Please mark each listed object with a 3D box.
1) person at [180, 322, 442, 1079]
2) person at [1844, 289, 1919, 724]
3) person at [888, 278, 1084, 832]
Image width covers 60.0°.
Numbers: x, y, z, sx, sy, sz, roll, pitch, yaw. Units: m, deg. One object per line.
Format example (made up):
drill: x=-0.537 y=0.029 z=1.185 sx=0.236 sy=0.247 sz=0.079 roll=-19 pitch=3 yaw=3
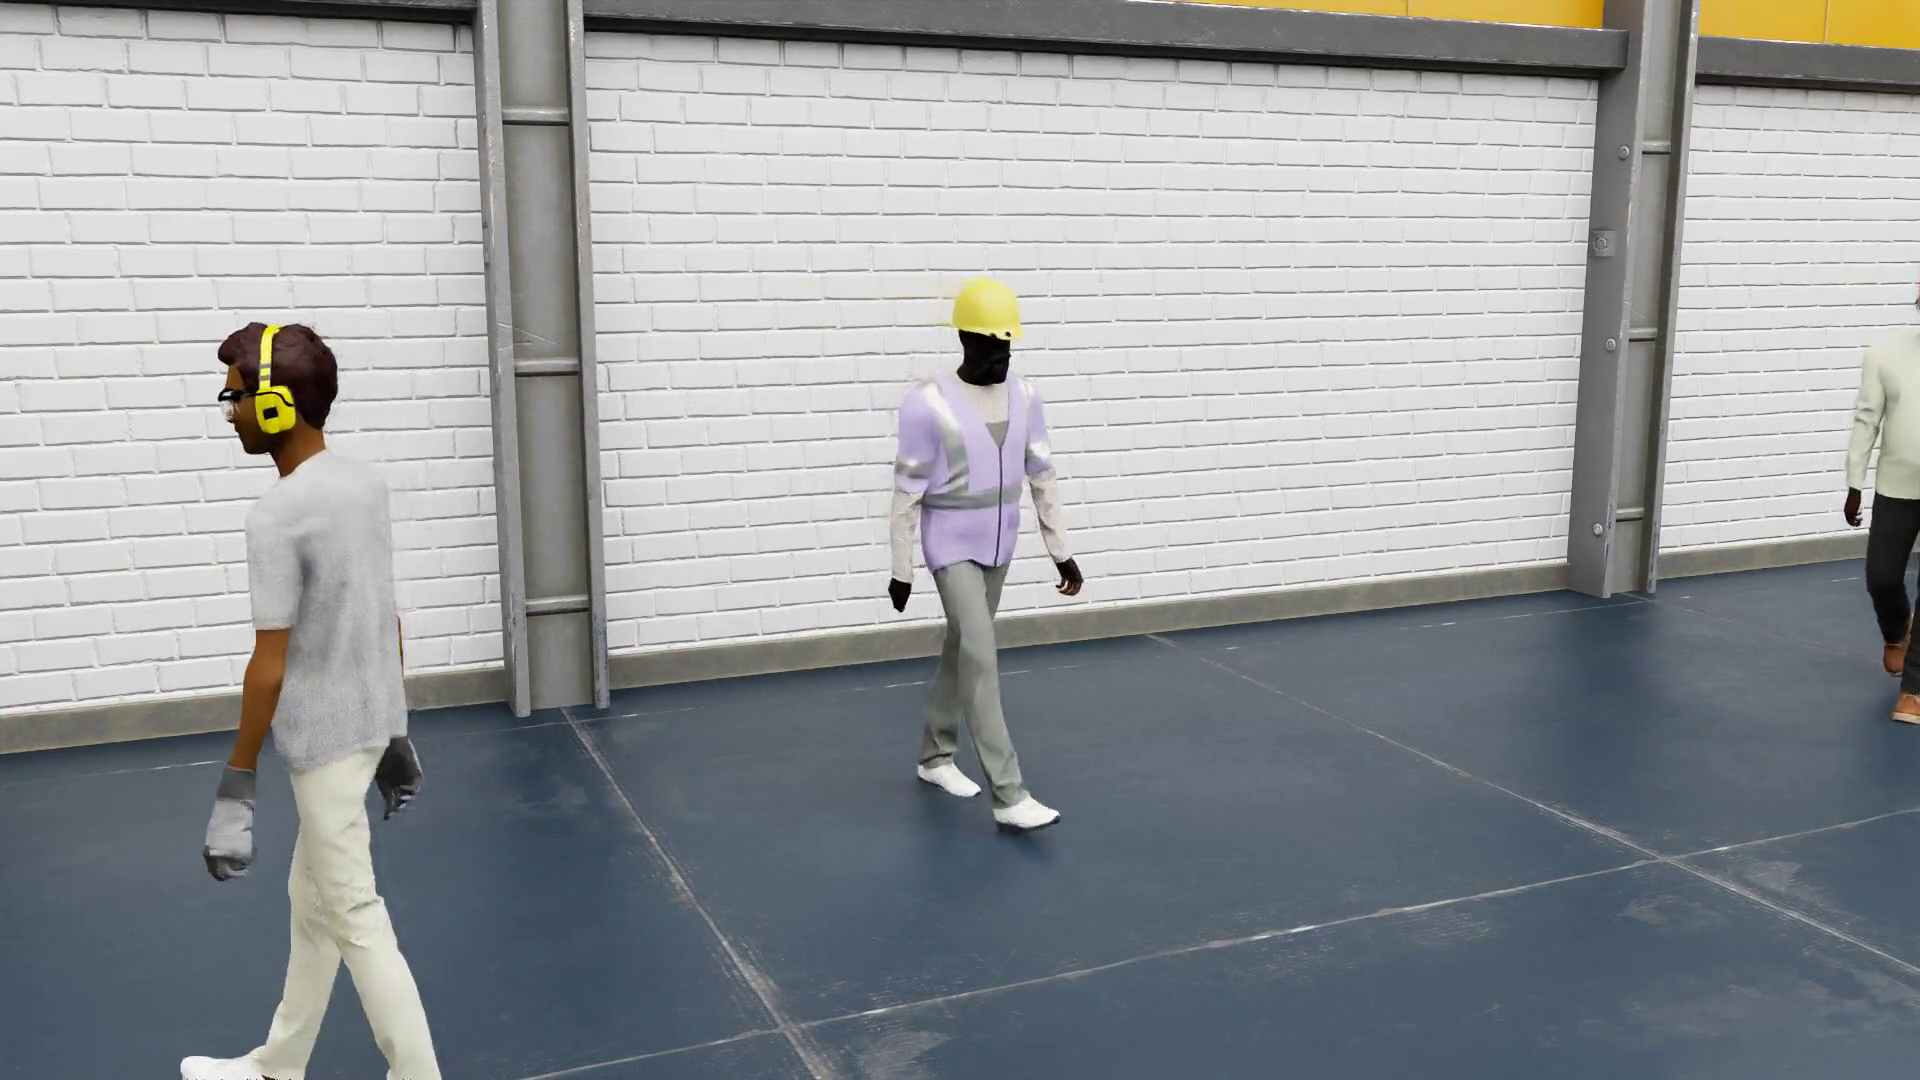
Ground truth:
person: x=-1.449 y=0.463 z=3.597 sx=0.633 sy=1.855 sz=0.578 roll=0 pitch=10 yaw=2
person: x=4.137 y=-0.240 z=7.098 sx=0.632 sy=1.973 sz=0.689 roll=7 pitch=12 yaw=34
person: x=0.124 y=0.051 z=5.759 sx=0.596 sy=1.881 sz=0.946 roll=-10 pitch=14 yaw=-43
